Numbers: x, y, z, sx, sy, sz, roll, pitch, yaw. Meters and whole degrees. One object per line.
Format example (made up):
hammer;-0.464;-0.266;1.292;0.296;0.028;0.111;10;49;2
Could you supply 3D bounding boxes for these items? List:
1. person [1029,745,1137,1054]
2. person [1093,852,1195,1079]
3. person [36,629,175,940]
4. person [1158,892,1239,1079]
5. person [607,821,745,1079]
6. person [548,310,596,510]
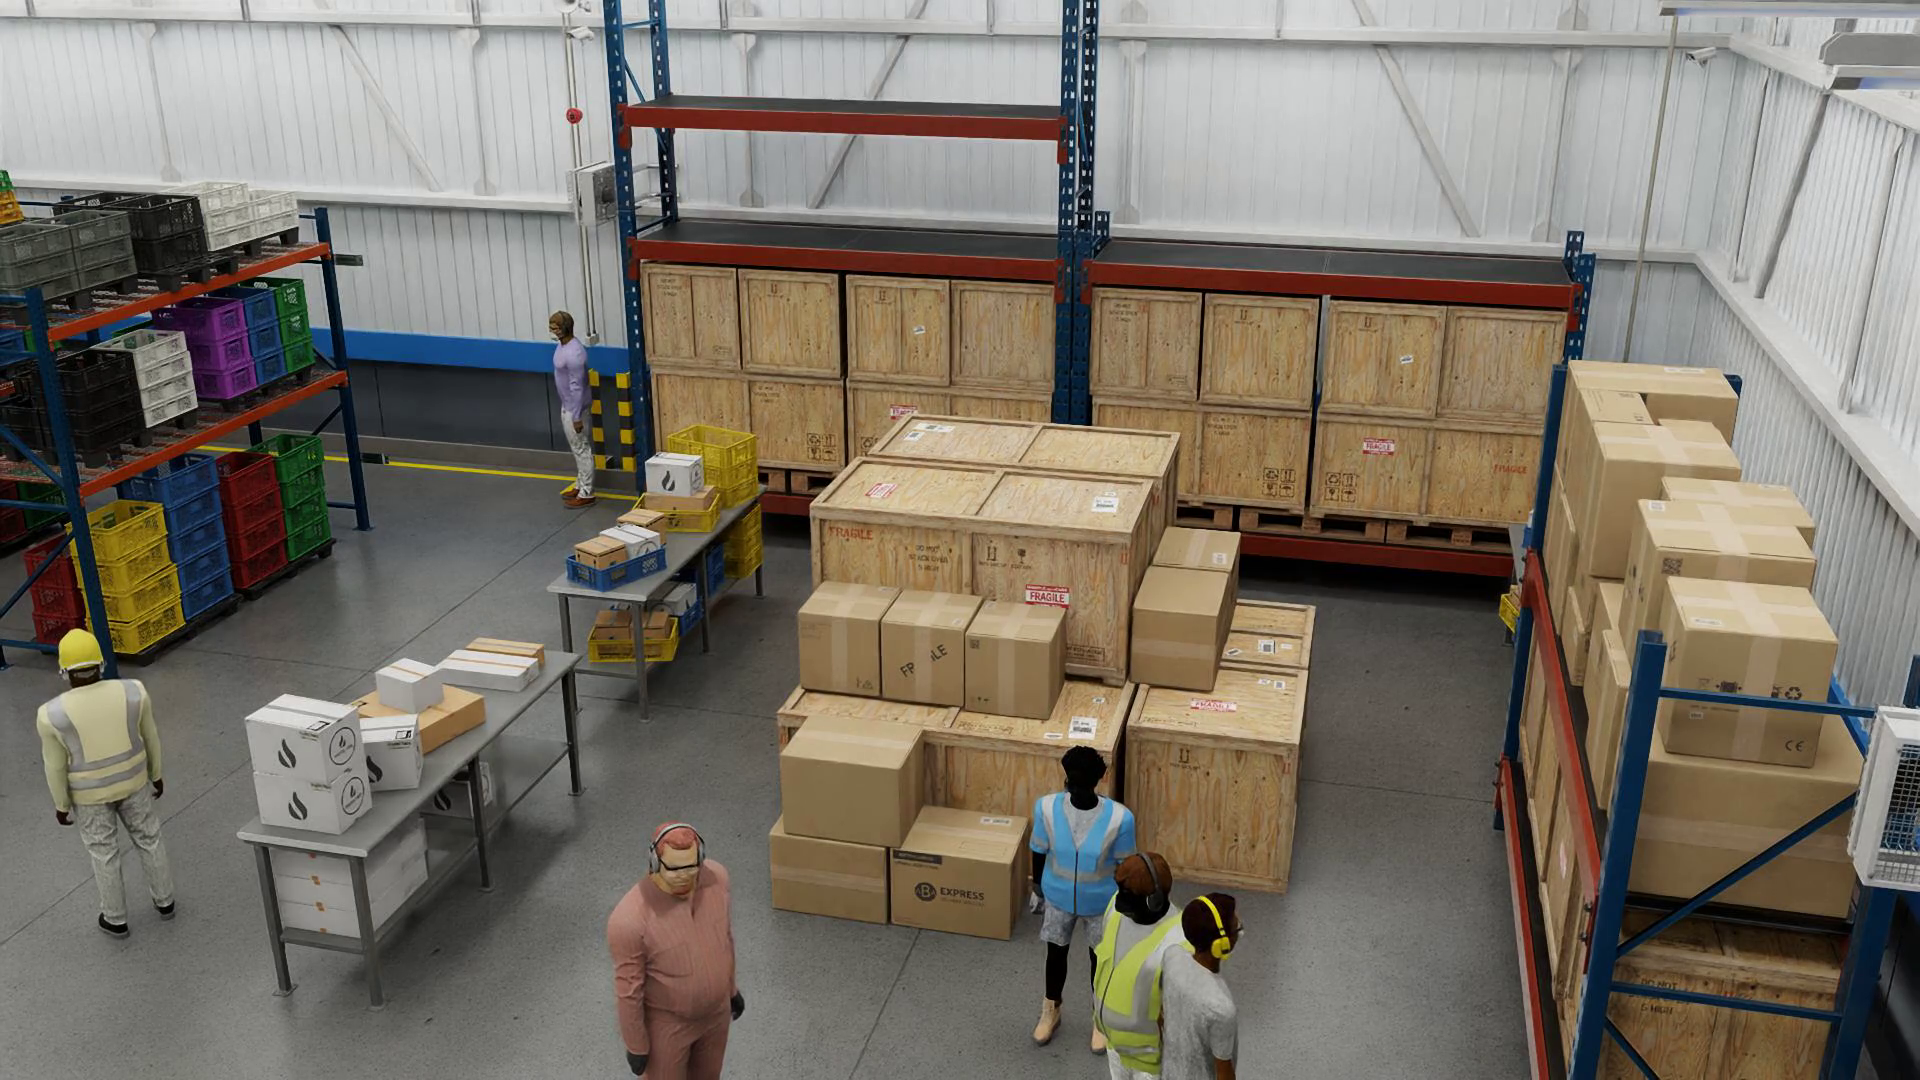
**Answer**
person;0.603;1.793;8.331;0.542;1.695;0.316;6;22;14
person;0.783;2.159;7.194;0.430;1.836;0.619;-10;23;-24
person;-4.764;1.356;9.286;0.592;1.833;0.404;-18;28;-39
person;0.997;2.269;6.843;0.328;1.876;0.514;-10;23;-24
person;-1.197;2.078;7.300;0.402;1.904;0.651;17;26;37
person;-3.720;-1.263;16.009;0.374;1.933;0.625;-8;22;-19
